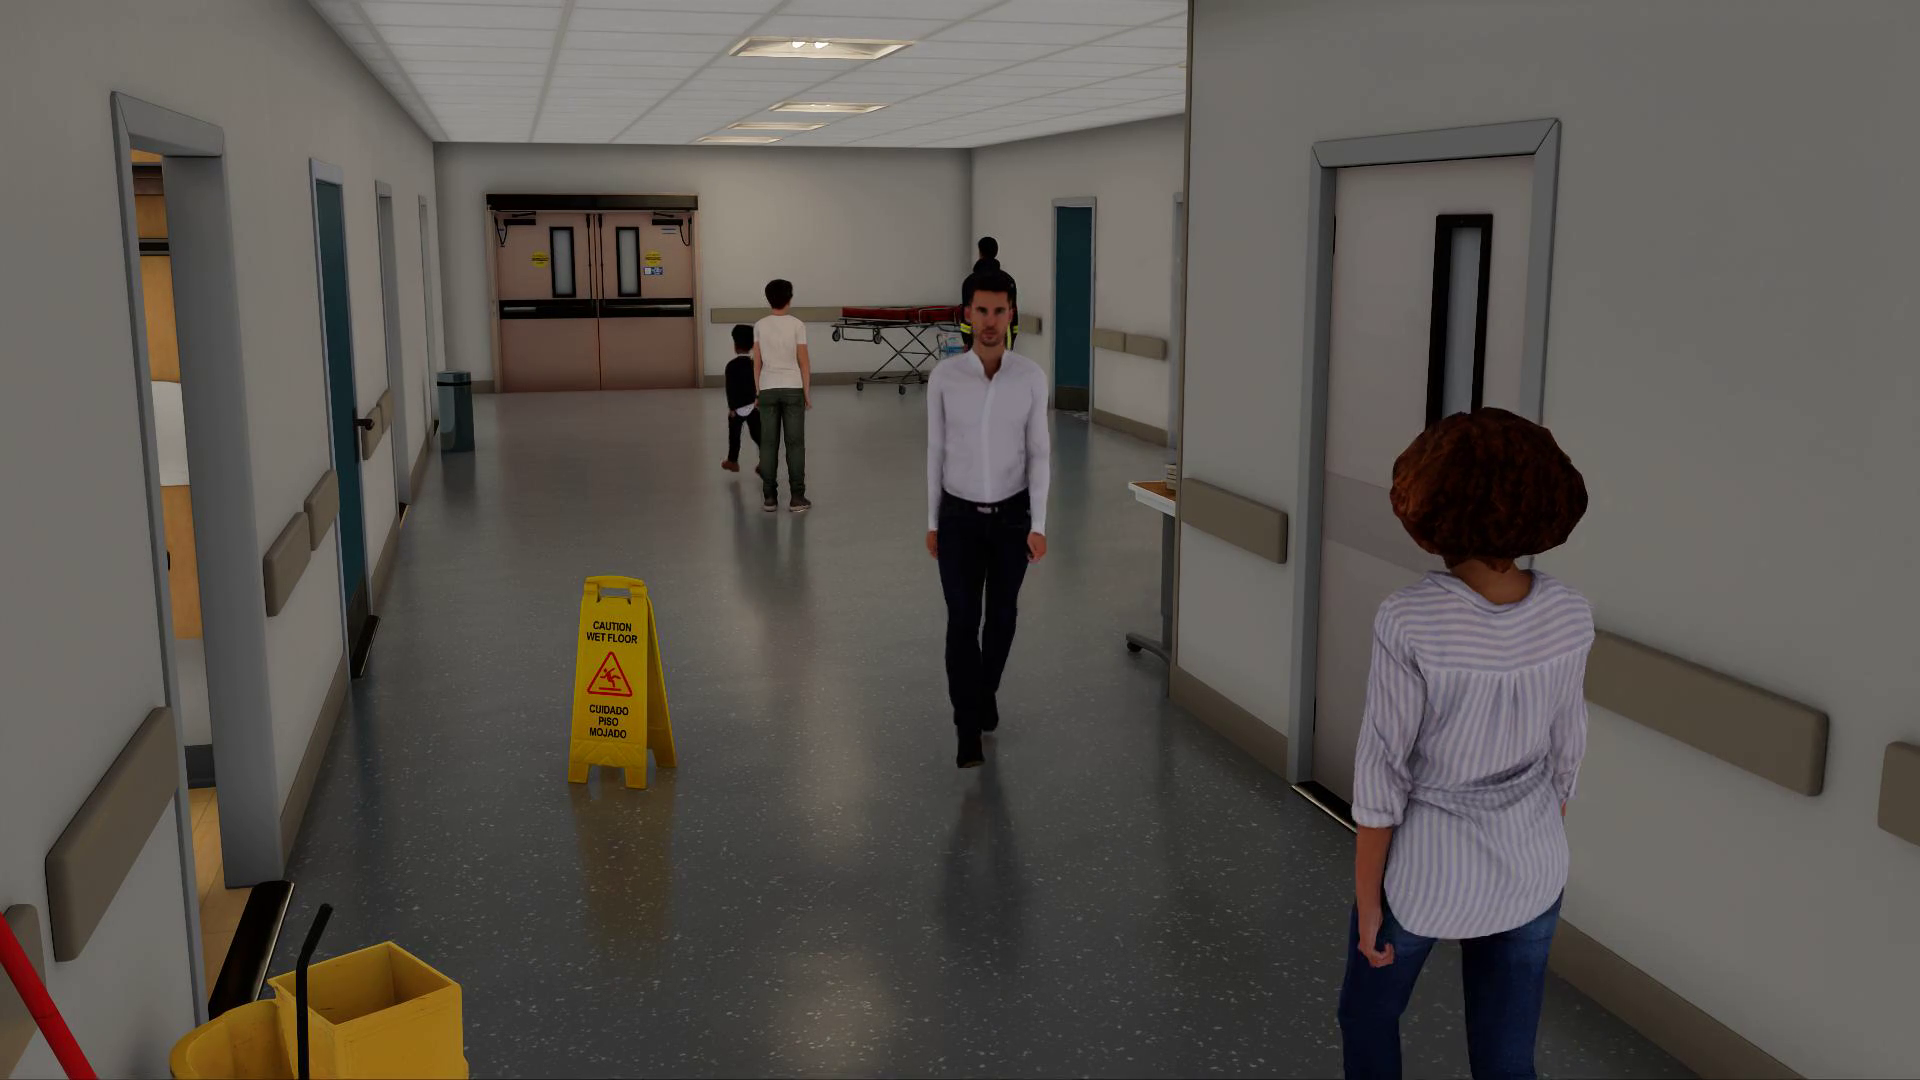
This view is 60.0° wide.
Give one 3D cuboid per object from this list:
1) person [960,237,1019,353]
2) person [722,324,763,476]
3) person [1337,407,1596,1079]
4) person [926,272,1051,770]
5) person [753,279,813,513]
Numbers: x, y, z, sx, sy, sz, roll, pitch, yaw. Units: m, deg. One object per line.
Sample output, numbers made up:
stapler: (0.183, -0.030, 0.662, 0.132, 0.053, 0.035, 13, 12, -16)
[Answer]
person: (0.277, -1.905, 15.743, 0.859, 1.926, 0.774, -6, 12, -30)
person: (-1.693, -1.110, 13.374, 0.712, 1.208, 0.904, -8, 14, -38)
person: (0.962, 0.626, 3.024, 0.699, 1.695, 0.717, -1, 11, -5)
person: (0.113, -0.083, 6.437, 0.821, 1.816, 1.288, 0, 11, -1)
person: (-1.280, -1.038, 11.904, 0.631, 1.655, 0.628, 1, 11, 4)
